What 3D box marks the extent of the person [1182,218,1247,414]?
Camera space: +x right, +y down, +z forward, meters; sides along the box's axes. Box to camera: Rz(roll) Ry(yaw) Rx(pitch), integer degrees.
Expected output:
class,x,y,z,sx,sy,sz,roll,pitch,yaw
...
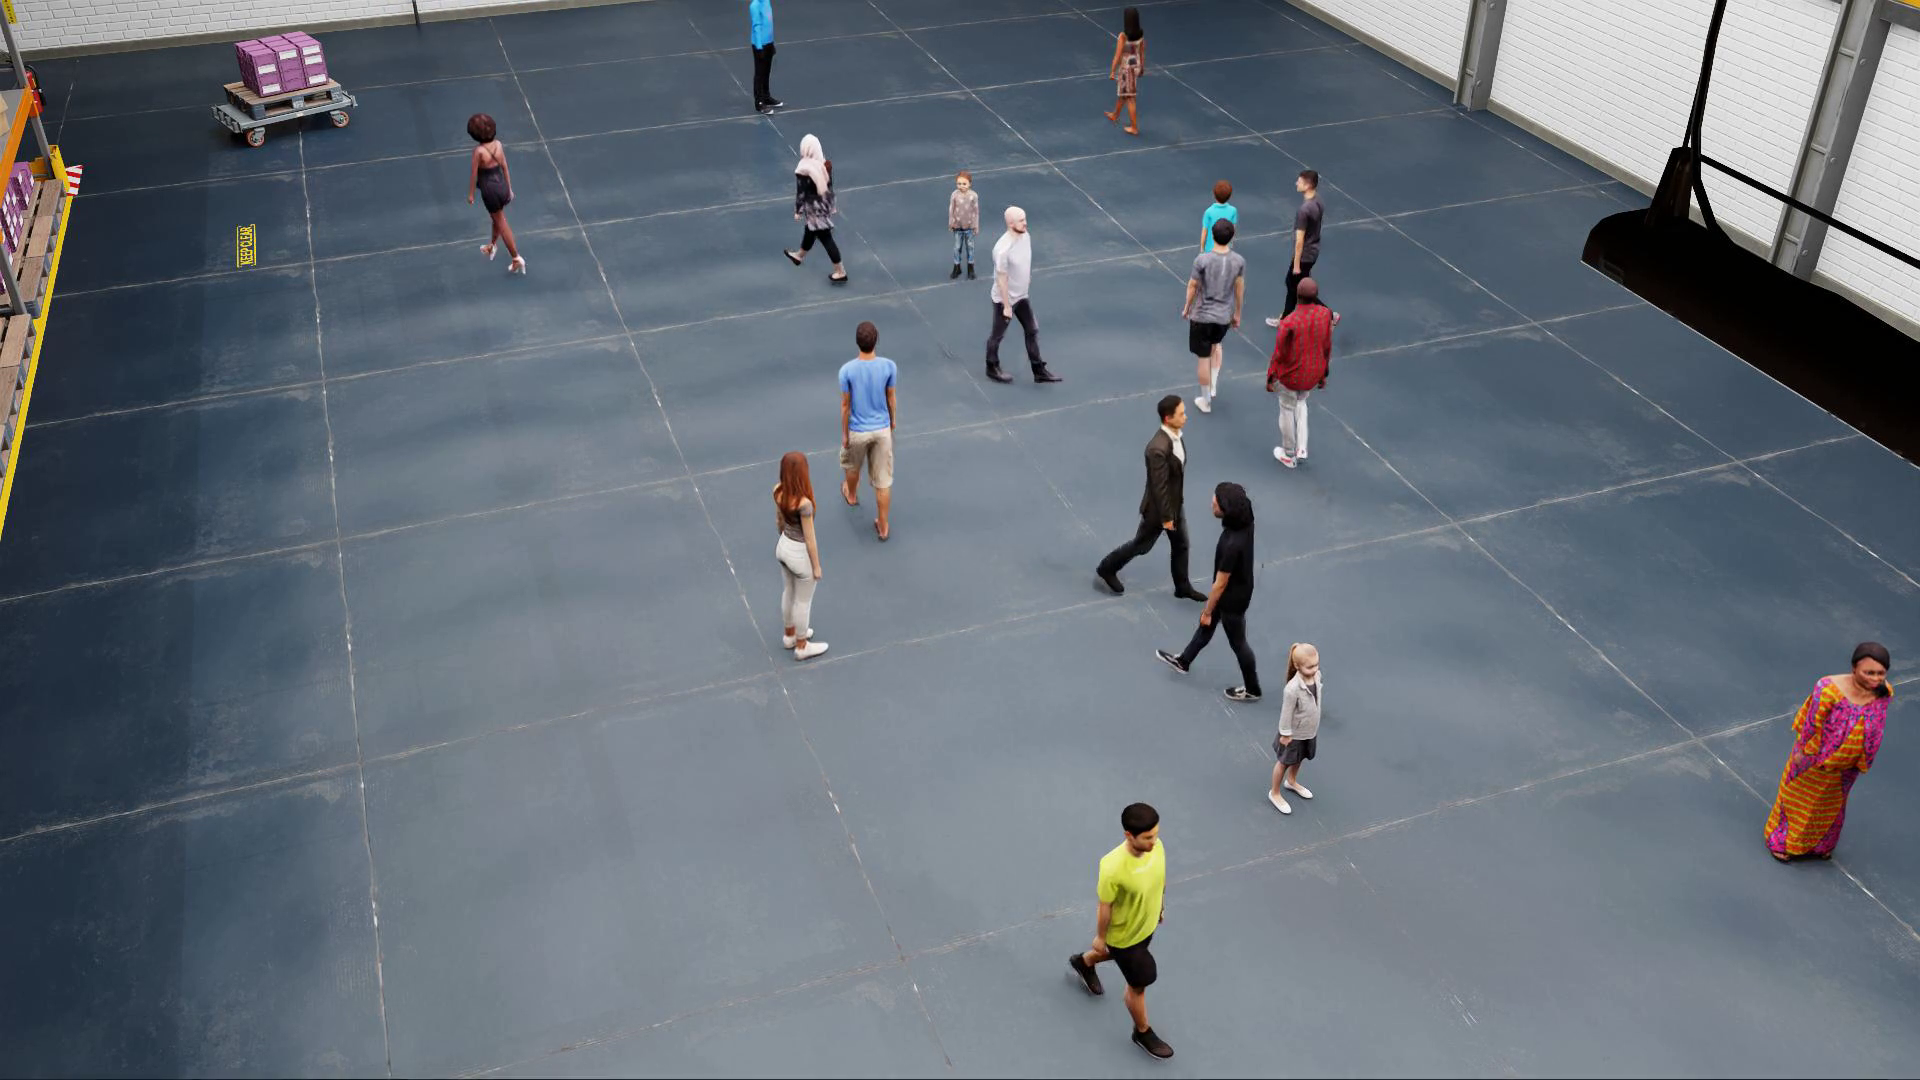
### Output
class,x,y,z,sx,sy,sz,roll,pitch,yaw
person,2.355,-2.026,15.335,0.720,1.858,0.784,-7,34,-10

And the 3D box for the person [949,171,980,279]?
class,x,y,z,sx,sy,sz,roll,pitch,yaw
person,0.047,-3.434,18.053,0.550,1.194,0.576,4,34,6

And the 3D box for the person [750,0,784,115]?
class,x,y,z,sx,sy,sz,roll,pitch,yaw
person,-2.672,-6.681,22.399,0.756,1.792,0.672,11,35,15

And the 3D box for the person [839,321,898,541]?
class,x,y,z,sx,sy,sz,roll,pitch,yaw
person,-0.724,-0.848,13.588,0.734,1.829,1.118,-7,34,-11

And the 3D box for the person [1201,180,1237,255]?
class,x,y,z,sx,sy,sz,roll,pitch,yaw
person,2.675,-3.002,17.183,0.599,1.438,0.736,-5,34,-7

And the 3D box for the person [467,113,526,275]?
class,x,y,z,sx,sy,sz,roll,pitch,yaw
person,-4.949,-3.691,17.930,1.037,1.758,0.944,18,37,24

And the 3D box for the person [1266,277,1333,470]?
class,x,y,z,sx,sy,sz,roll,pitch,yaw
person,2.989,-1.414,14.455,0.682,1.813,0.664,-10,35,-15

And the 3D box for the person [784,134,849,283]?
class,x,y,z,sx,sy,sz,roll,pitch,yaw
person,-1.461,-3.501,17.800,1.201,1.585,1.066,20,38,27

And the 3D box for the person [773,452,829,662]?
class,x,y,z,sx,sy,sz,roll,pitch,yaw
person,-1.208,0.121,12.231,0.705,1.718,0.578,-26,42,-33

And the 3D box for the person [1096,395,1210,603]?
class,x,y,z,sx,sy,sz,roll,pitch,yaw
person,1.464,-0.295,12.809,1.233,1.772,1.151,16,37,23

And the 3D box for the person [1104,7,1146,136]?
class,x,y,z,sx,sy,sz,roll,pitch,yaw
person,2.265,-6.080,21.646,0.848,1.624,1.026,-27,42,-34

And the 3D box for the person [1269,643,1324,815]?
class,x,y,z,sx,sy,sz,roll,pitch,yaw
person,2.234,1.215,10.985,0.580,1.275,0.609,-26,41,-33

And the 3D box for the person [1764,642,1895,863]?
class,x,y,z,sx,sy,sz,roll,pitch,yaw
person,5.516,1.319,10.460,0.731,1.685,0.760,0,34,-1

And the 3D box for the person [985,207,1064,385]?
class,x,y,z,sx,sy,sz,roll,pitch,yaw
person,0.416,-2.329,15.840,1.162,1.803,1.026,22,40,30

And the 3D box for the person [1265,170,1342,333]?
class,x,y,z,sx,sy,sz,roll,pitch,yaw
person,3.521,-2.832,16.652,1.091,1.742,1.042,14,36,20

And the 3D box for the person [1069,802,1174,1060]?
class,x,y,z,sx,sy,sz,roll,pitch,yaw
person,0.893,2.094,9.301,1.166,1.677,0.941,27,42,35

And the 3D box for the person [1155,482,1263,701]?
class,x,y,z,sx,sy,sz,roll,pitch,yaw
person,2.008,0.404,11.733,1.127,1.798,1.115,12,35,17
